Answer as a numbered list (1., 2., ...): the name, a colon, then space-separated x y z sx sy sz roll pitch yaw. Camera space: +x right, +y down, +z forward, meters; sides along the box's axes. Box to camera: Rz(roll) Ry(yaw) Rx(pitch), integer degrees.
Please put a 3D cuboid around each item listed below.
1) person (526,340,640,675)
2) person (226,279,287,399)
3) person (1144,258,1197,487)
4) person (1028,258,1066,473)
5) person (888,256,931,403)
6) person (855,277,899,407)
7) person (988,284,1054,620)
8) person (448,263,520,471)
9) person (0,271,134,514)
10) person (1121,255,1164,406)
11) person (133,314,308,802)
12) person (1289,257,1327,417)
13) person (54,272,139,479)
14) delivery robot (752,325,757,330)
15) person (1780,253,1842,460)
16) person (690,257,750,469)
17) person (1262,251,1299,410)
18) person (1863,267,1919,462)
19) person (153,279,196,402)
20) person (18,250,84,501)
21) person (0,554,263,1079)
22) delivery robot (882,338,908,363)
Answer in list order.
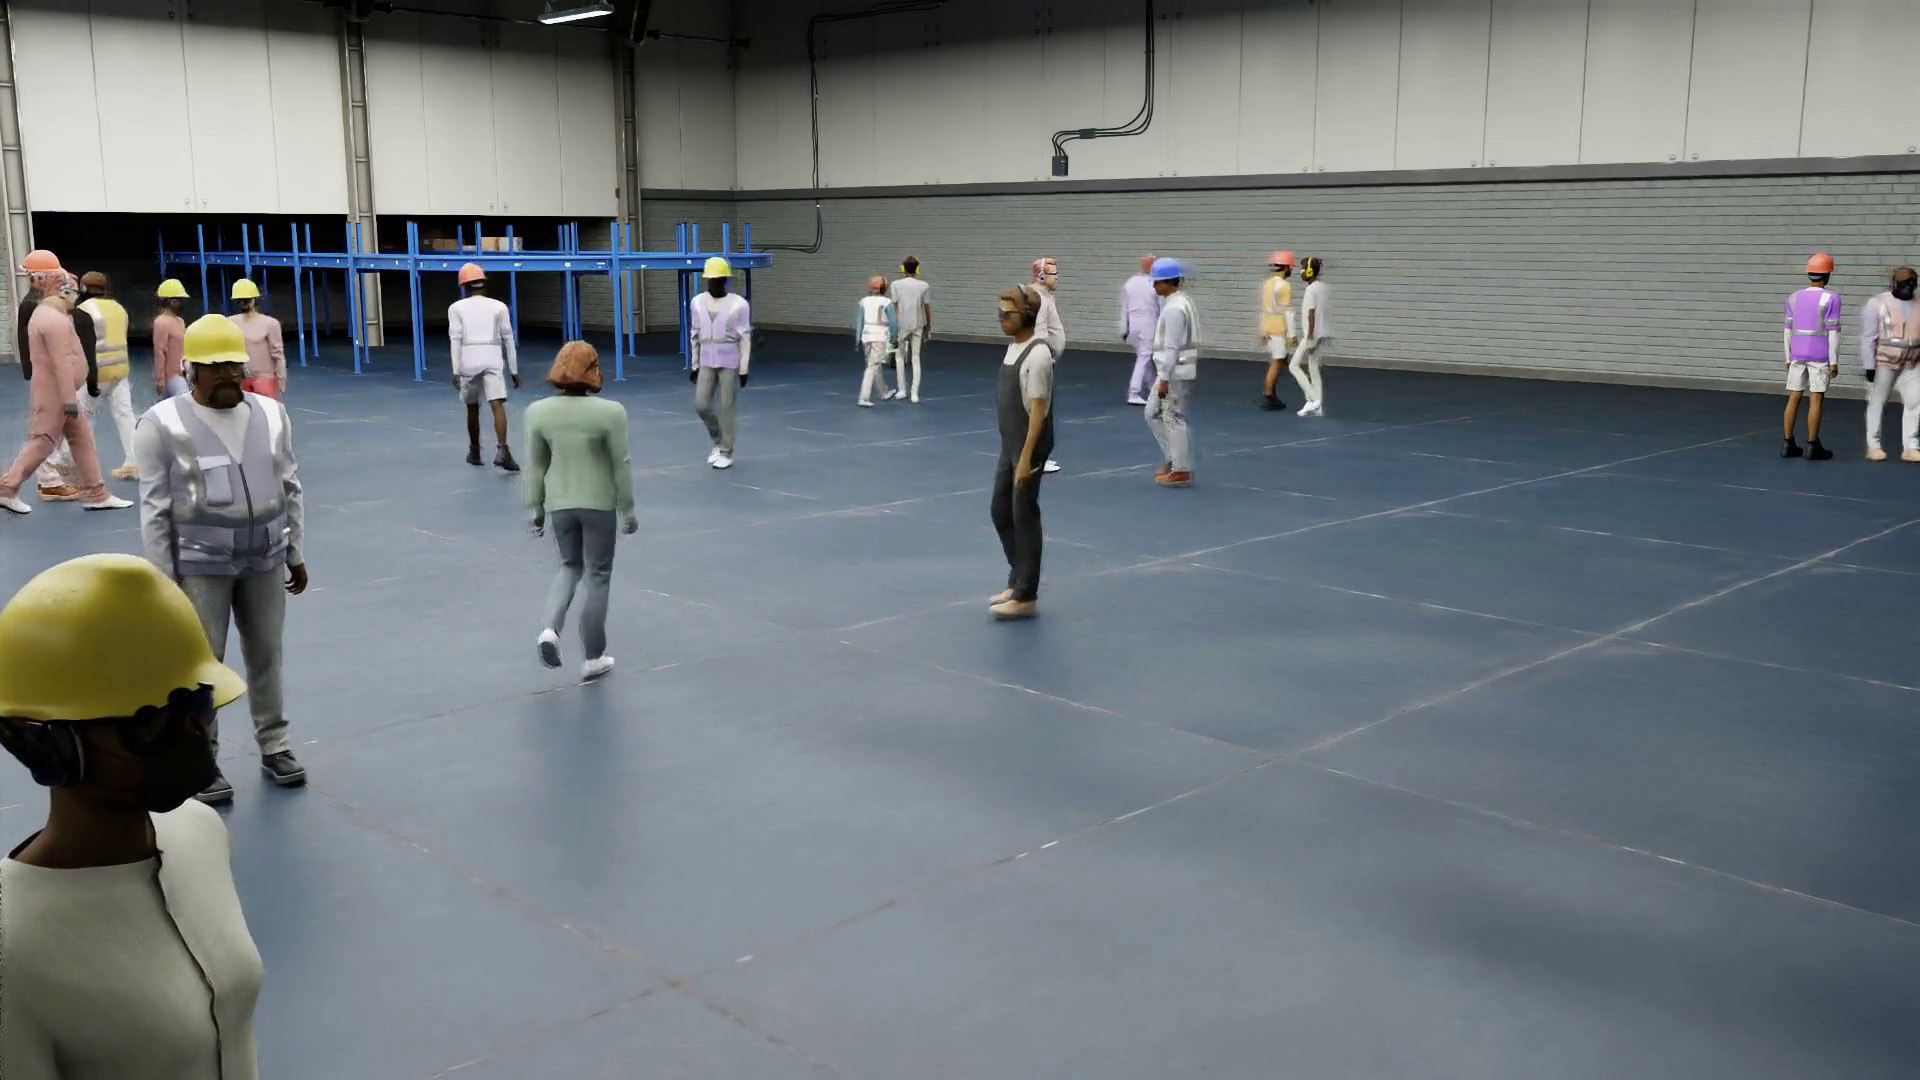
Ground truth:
1. person: -1.807 -0.141 7.947 0.504 1.621 0.407 3 11 14
2. person: -6.091 -1.349 14.237 0.547 1.740 0.822 1 10 7
3. person: 1.763 -1.400 13.982 0.480 1.919 0.624 1 10 5
4. person: 0.748 -1.578 15.005 0.404 1.906 0.660 0 10 -1
5. person: -0.663 -2.697 21.264 0.571 1.848 0.714 -1 10 -8
6. person: -0.998 -2.460 20.654 0.509 1.592 0.888 8 13 37
7. person: 0.334 -0.485 9.211 0.367 1.844 0.527 -3 11 -18
8. person: -4.311 -1.569 15.113 0.596 1.868 1.075 -4 11 -20
9. person: -6.943 -1.114 12.665 0.951 1.855 0.666 -5 12 -28
10. person: 2.408 -2.640 20.922 0.981 1.851 0.683 -9 14 -42
11. person: -2.757 0.062 6.286 0.403 1.823 0.597 9 14 41
12. person: 4.097 -2.367 19.459 0.435 1.850 0.544 6 12 30
13. person: -7.566 -1.427 14.501 0.960 1.787 0.637 2 11 10
14. delivery robot: -4.113 -4.152 31.876 0.335 0.223 0.698 -6 12 -28
15. person: 8.119 -1.749 15.834 0.345 1.942 0.551 -6 12 -29
16. person: -2.195 -1.604 15.112 0.619 1.912 0.415 3 11 18
17. person: 3.900 -2.542 20.208 0.489 1.917 0.564 -2 11 -12
18. person: 8.774 -1.621 15.498 0.648 1.810 0.772 0 10 2
19. person: -7.014 -1.472 14.926 0.899 1.713 0.542 -1 10 -8
20. person: -7.344 -1.332 13.417 0.397 1.992 0.623 -6 12 -31
21. person: -0.941 0.887 1.941 0.319 1.769 0.523 1 10 3
22. delivery robot: -1.140 -3.085 26.764 0.477 0.478 0.707 6 12 29
